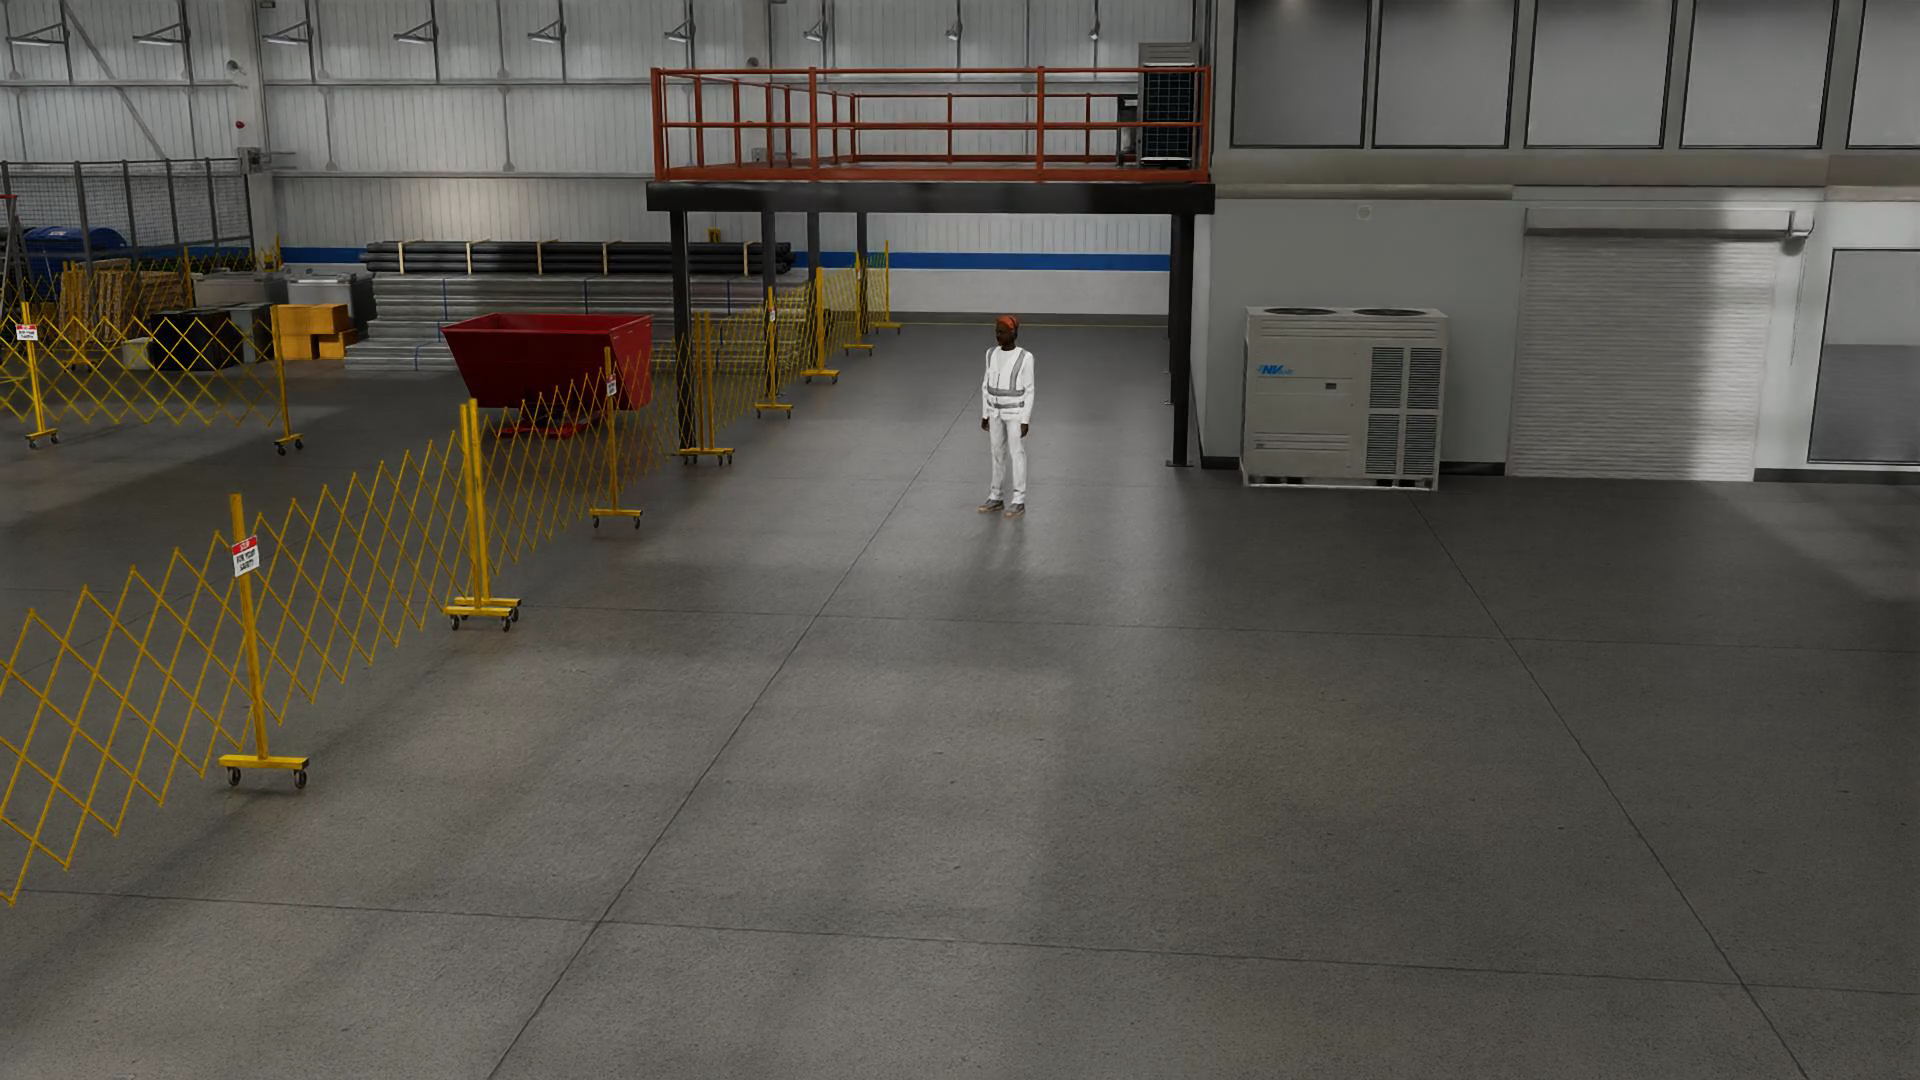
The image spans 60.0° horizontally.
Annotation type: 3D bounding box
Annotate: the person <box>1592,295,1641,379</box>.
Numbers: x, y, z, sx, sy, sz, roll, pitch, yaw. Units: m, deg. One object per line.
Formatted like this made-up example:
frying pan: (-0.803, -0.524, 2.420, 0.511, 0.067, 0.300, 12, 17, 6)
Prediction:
person: (8.301, -2.502, 21.133, 0.999, 1.851, 0.675, -8, 16, -30)

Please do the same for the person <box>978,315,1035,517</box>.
person: (0.434, -1.165, 15.634, 0.575, 1.882, 0.355, 11, 18, 38)
